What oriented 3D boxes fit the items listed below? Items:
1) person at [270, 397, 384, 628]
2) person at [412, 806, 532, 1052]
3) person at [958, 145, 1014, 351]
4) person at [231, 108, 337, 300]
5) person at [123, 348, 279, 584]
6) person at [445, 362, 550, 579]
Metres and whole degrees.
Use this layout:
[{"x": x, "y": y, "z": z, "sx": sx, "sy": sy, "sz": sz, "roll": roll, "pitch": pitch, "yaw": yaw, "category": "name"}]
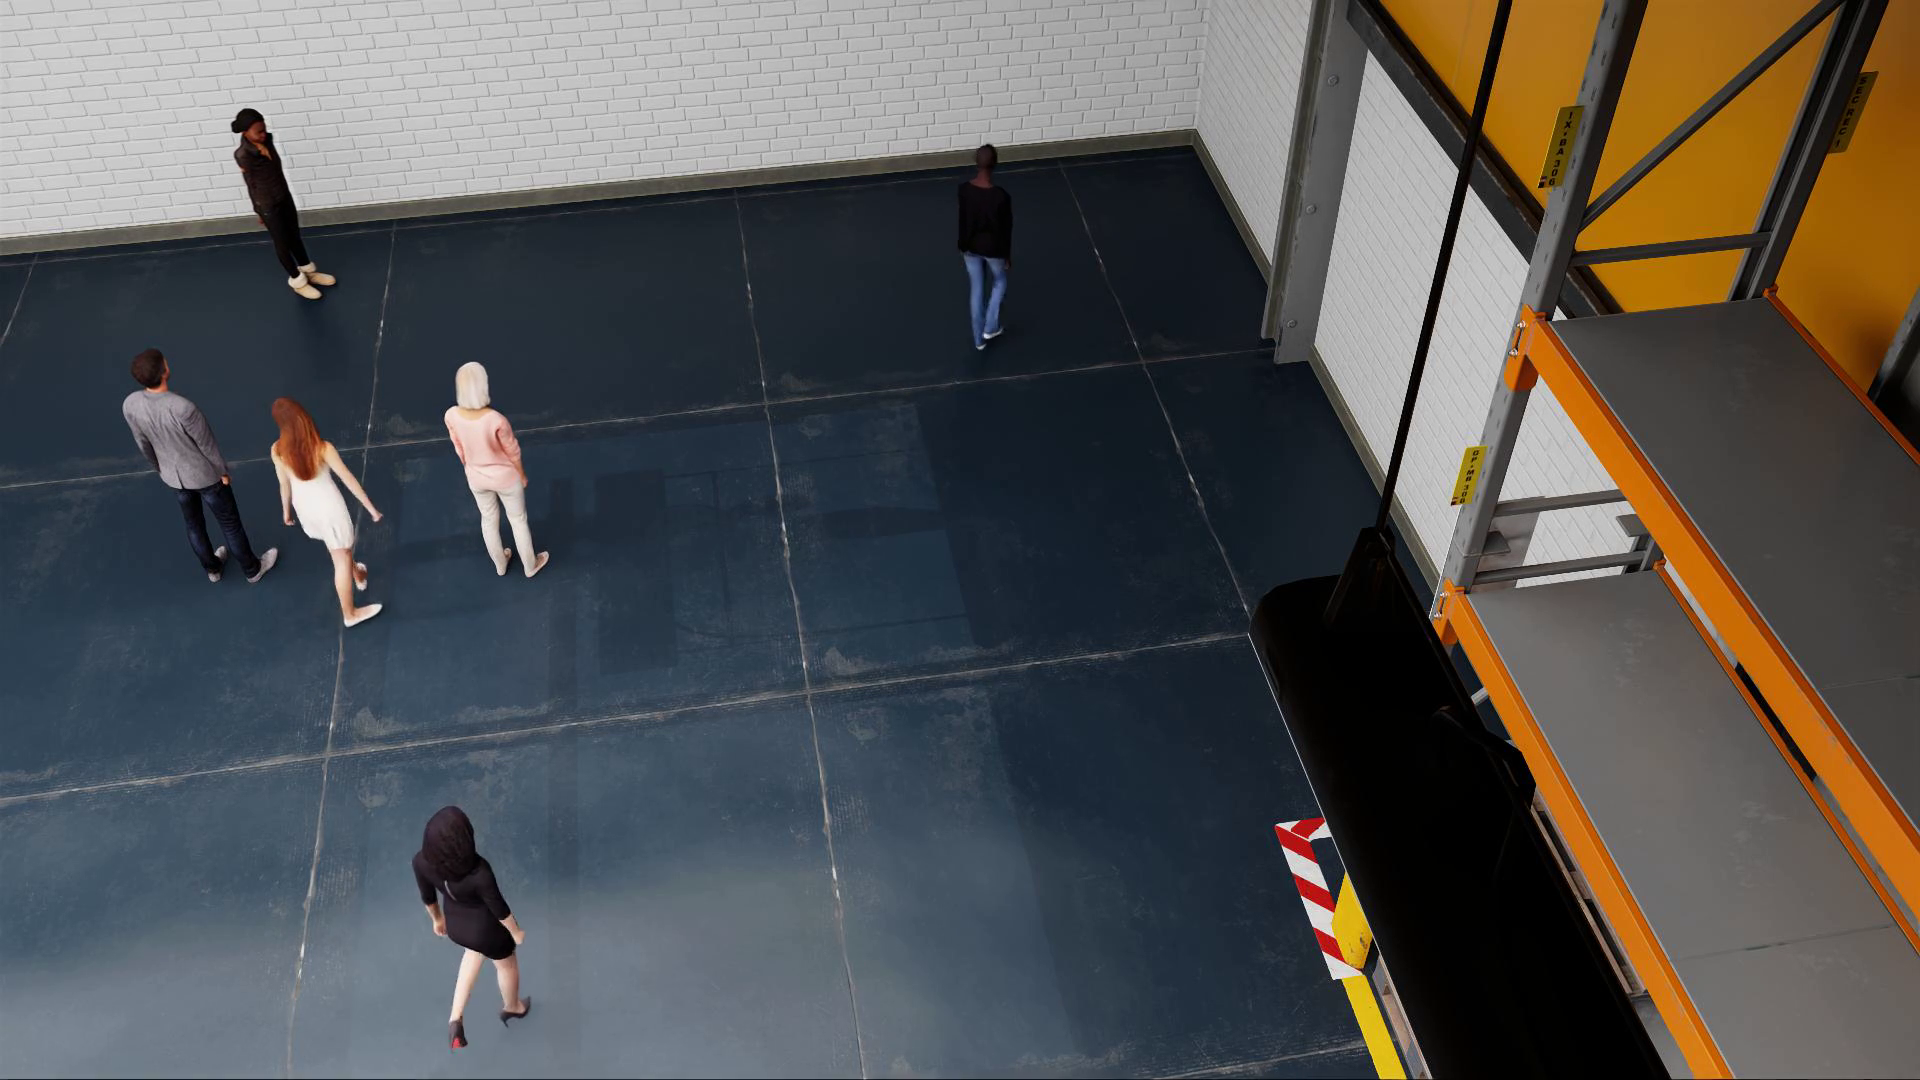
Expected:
[{"x": -4.128, "y": -0.141, "z": 10.670, "sx": 0.878, "sy": 1.675, "sz": 0.898, "roll": 8, "pitch": 44, "yaw": 8, "category": "person"}, {"x": -2.456, "y": 2.012, "z": 8.327, "sx": 0.801, "sy": 1.789, "sz": 0.891, "roll": 15, "pitch": 46, "yaw": 15, "category": "person"}, {"x": 0.166, "y": -2.188, "z": 12.771, "sx": 0.703, "sy": 1.740, "sz": 0.721, "roll": 14, "pitch": 45, "yaw": 14, "category": "person"}, {"x": -5.531, "y": -2.717, "z": 13.384, "sx": 0.733, "sy": 1.662, "sz": 0.677, "roll": 25, "pitch": 49, "yaw": 24, "category": "person"}, {"x": -5.006, "y": -0.457, "z": 10.856, "sx": 0.748, "sy": 1.874, "sz": 0.706, "roll": 5, "pitch": 44, "yaw": 5, "category": "person"}, {"x": -3.073, "y": -0.438, "z": 10.946, "sx": 0.664, "sy": 1.723, "sz": 0.628, "roll": 6, "pitch": 44, "yaw": 6, "category": "person"}]
